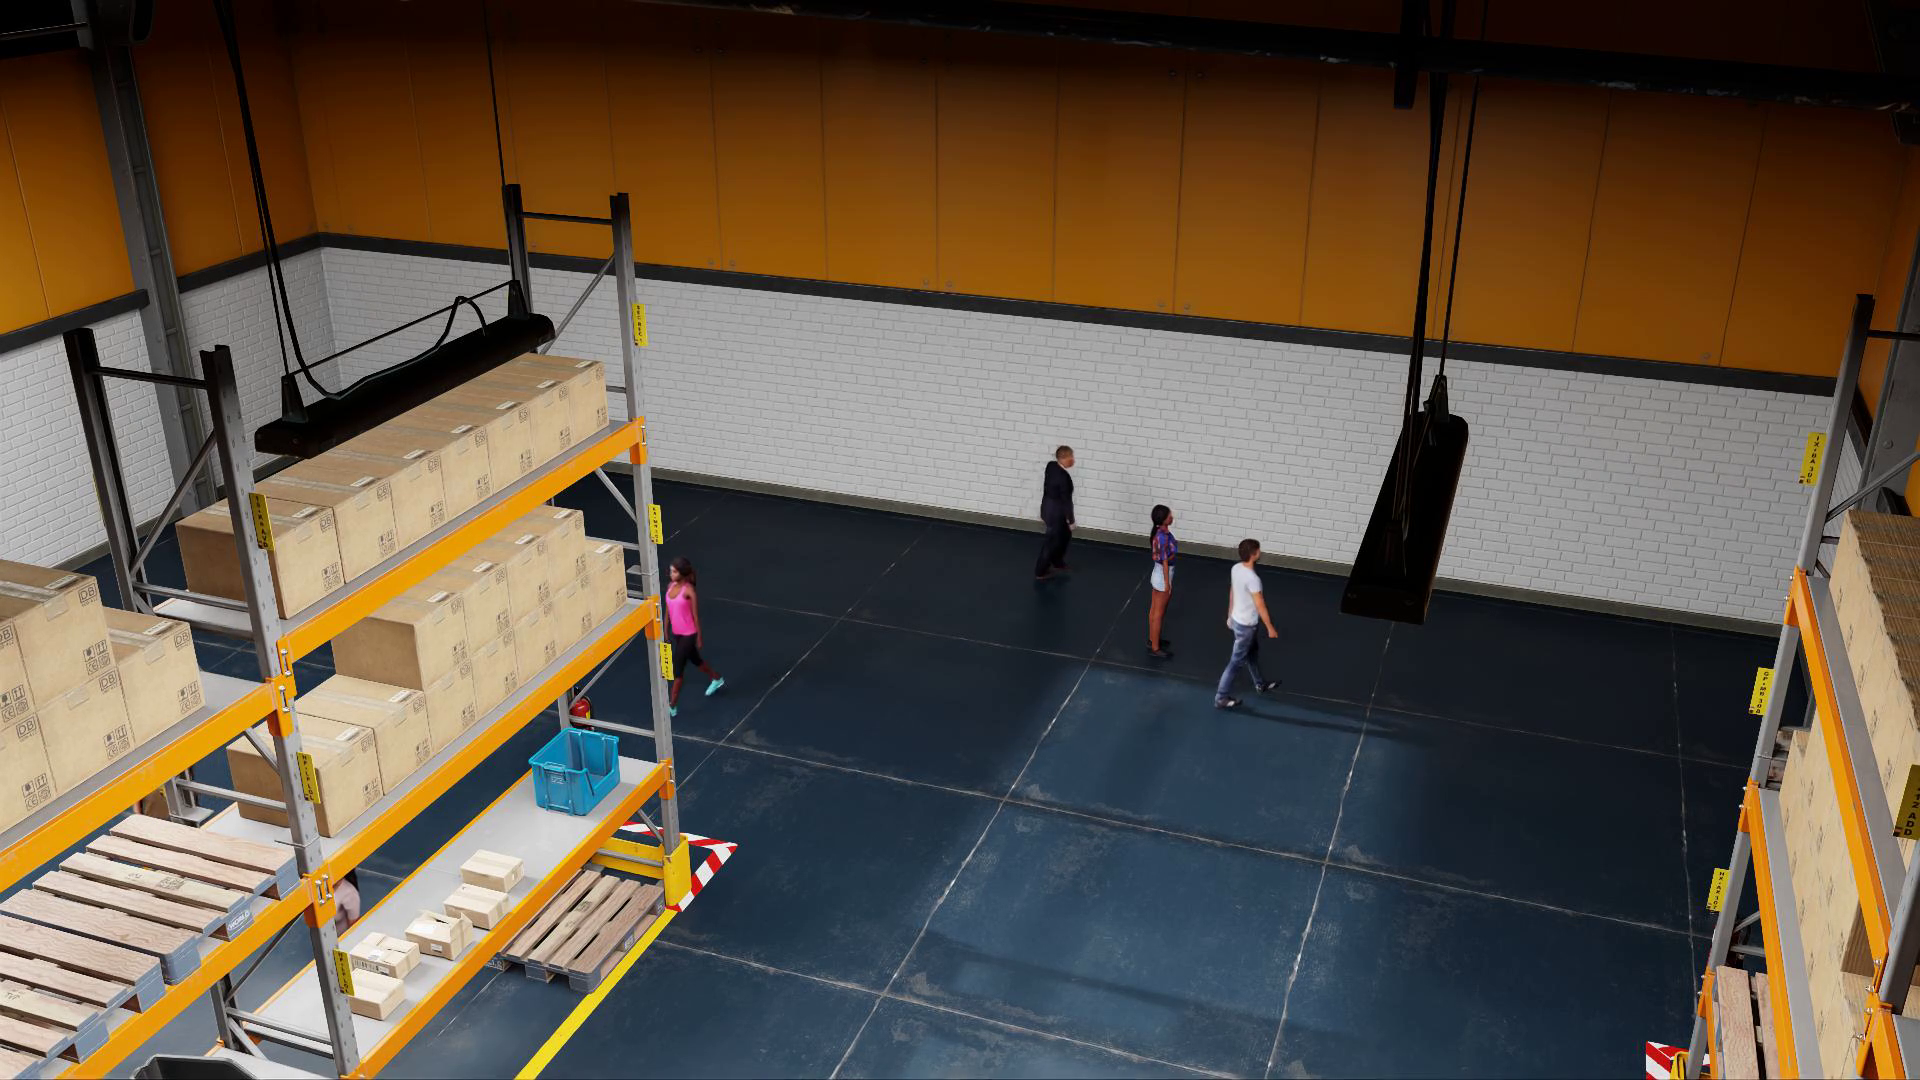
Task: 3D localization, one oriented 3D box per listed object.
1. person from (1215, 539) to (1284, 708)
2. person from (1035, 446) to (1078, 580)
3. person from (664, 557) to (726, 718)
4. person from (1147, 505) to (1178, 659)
[{"bbox_3d":[2.833,0.886,16.927,1.029,1.835,1.074,-5,24,-12],"label":"person"},{"bbox_3d":[1.093,-0.341,19.823,0.971,1.764,0.863,-8,25,-18],"label":"person"},{"bbox_3d":[-2.733,0.948,16.983,0.885,1.676,1.210,20,31,39],"label":"person"},{"bbox_3d":[2.189,0.427,18.099,0.713,1.737,0.573,0,24,-1],"label":"person"}]
